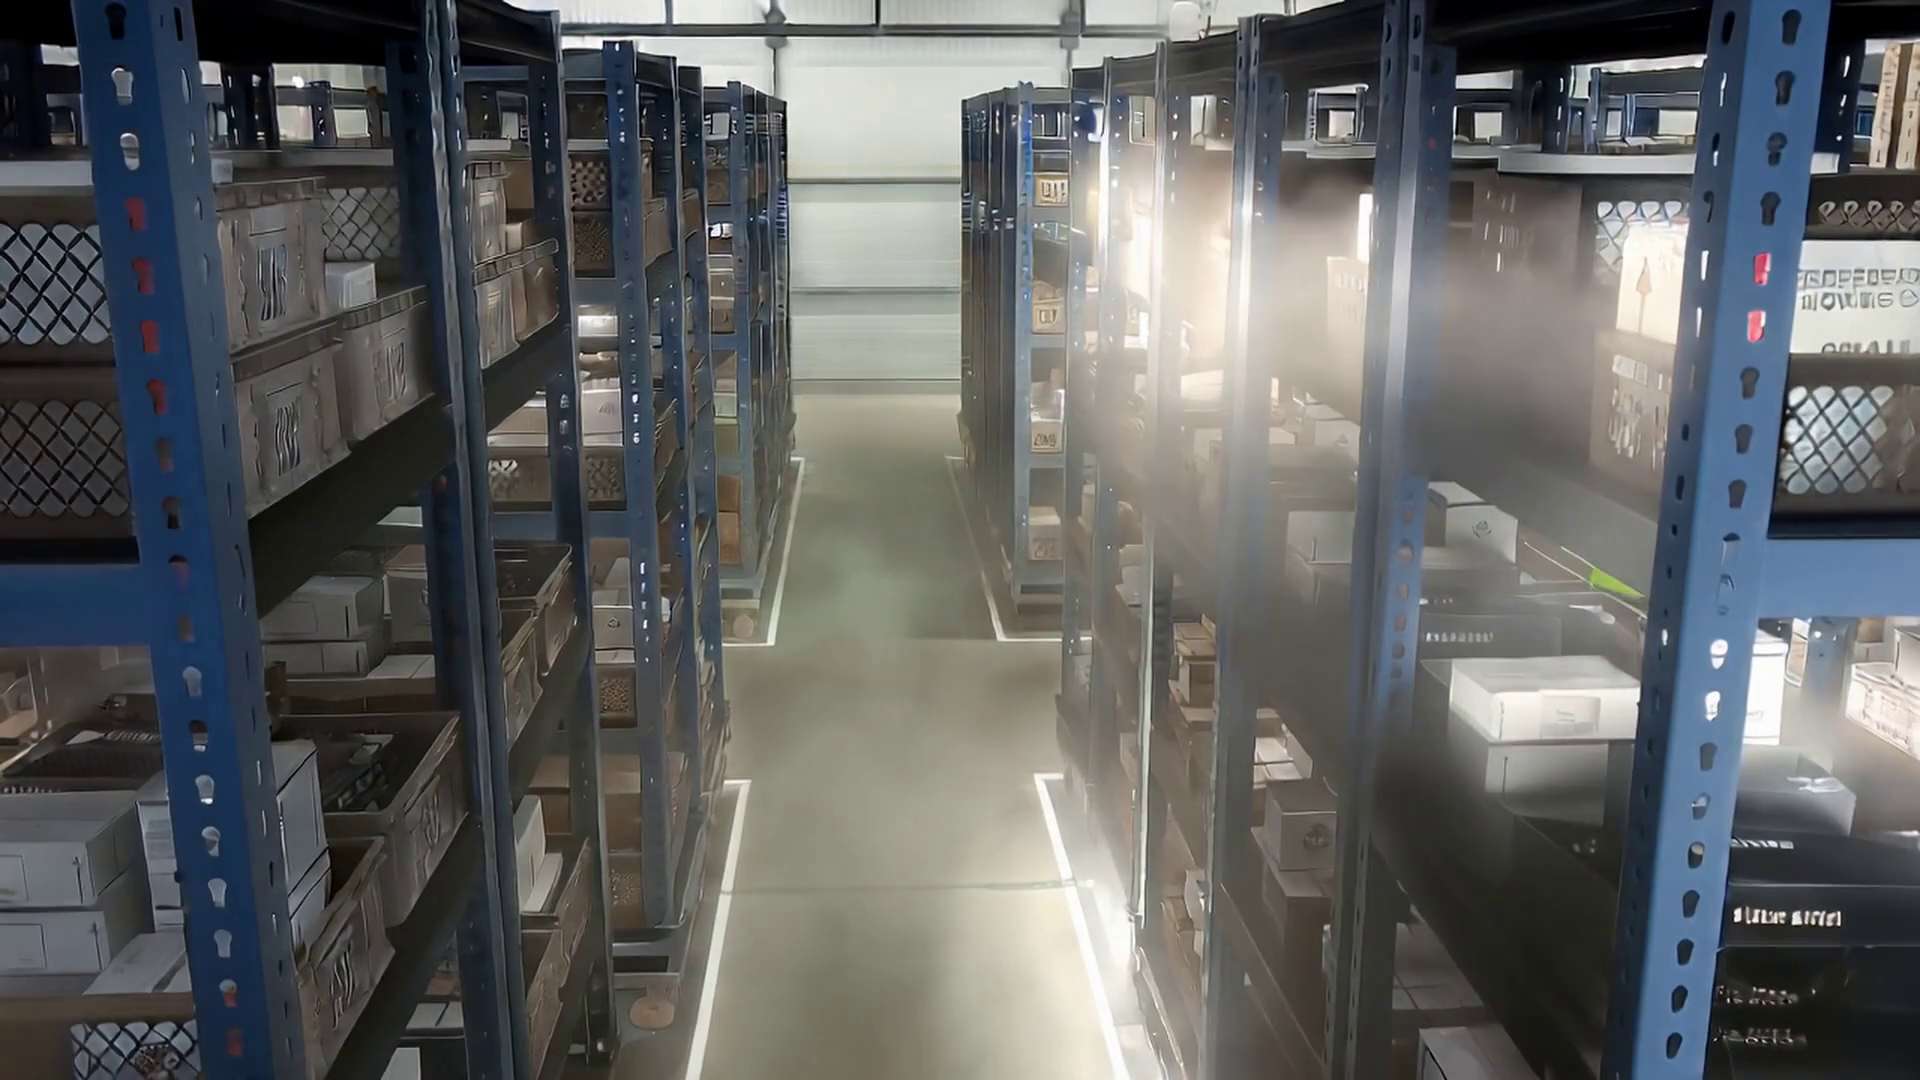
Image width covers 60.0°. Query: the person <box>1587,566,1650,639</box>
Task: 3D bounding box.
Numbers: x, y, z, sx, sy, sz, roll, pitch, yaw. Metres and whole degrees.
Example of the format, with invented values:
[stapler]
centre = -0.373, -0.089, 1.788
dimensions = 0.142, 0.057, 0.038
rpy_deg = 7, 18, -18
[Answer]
[person]
centre = 2.507, 0.849, 6.568
dimensions = 0.596, 1.817, 0.641
rpy_deg = -1, 14, -5
